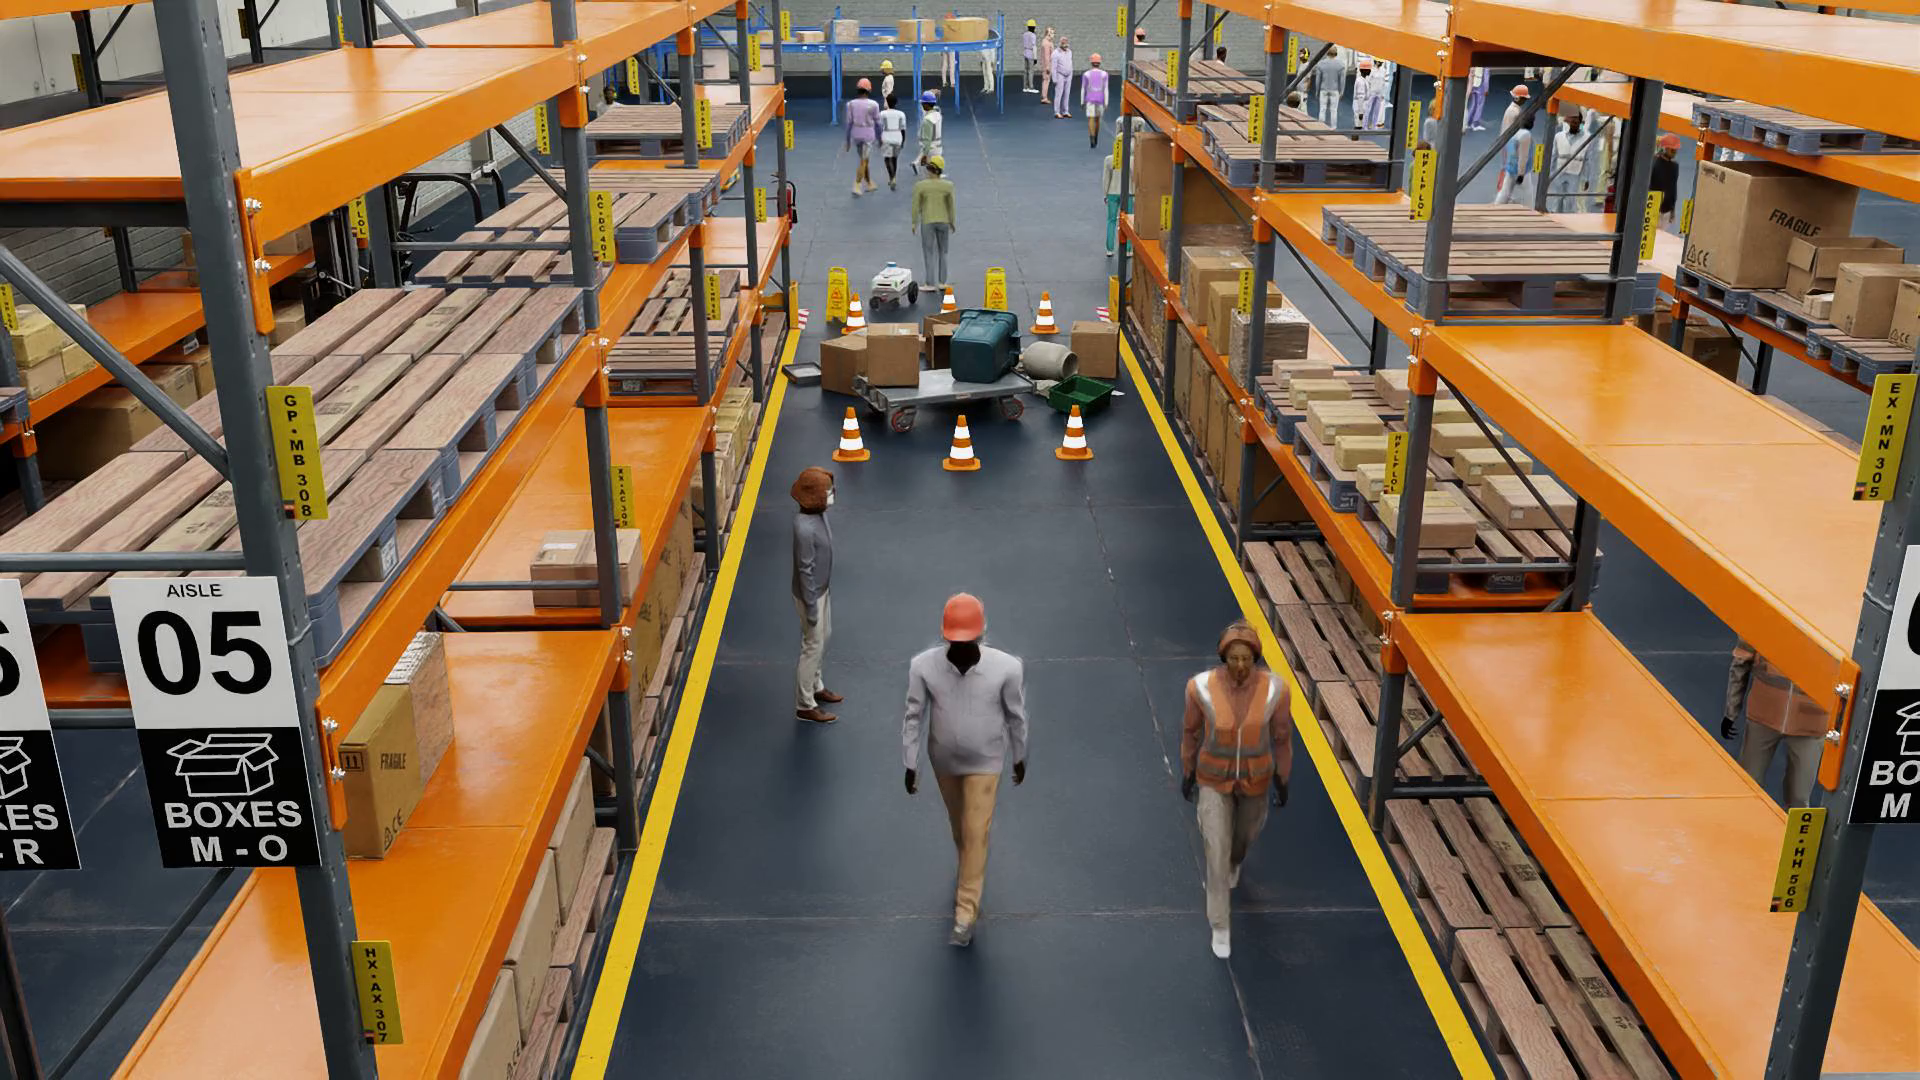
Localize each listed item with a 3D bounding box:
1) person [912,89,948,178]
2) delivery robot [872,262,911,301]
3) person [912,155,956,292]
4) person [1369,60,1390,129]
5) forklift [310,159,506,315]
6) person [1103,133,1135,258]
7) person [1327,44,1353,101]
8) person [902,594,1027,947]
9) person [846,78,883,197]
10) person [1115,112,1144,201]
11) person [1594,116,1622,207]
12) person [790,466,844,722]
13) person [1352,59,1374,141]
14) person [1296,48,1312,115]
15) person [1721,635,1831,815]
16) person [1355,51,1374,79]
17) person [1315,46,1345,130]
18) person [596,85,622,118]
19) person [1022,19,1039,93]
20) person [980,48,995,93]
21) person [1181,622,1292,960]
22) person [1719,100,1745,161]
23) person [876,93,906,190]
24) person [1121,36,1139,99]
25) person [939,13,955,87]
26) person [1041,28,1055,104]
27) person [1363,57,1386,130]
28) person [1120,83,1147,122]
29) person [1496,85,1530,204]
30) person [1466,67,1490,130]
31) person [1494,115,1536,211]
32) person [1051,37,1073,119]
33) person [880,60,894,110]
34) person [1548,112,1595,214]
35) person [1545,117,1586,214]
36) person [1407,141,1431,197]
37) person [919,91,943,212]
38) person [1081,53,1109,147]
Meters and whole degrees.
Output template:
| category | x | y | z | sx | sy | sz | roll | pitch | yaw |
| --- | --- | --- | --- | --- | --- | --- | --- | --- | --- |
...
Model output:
| category | x | y | z | sx | sy | sz | roll | pitch | yaw |
| --- | --- | --- | --- | --- | --- | --- | --- | --- | --- |
| person | -0.555 | -7.531 | 30.835 | 0.573 | 1.624 | 0.521 | -9 | 22 | -21 |
| delivery robot | -0.854 | -3.240 | 20.854 | 0.477 | 0.478 | 0.707 | 5 | 21 | 13 |
| person | -0.335 | -4.114 | 21.644 | 0.570 | 1.748 | 0.405 | -3 | 21 | -9 |
| person | 9.597 | -10.360 | 37.955 | 0.337 | 1.882 | 0.585 | 11 | 23 | 26 |
| forklift | -5.622 | -2.910 | 17.832 | 2.313 | 2.155 | 1.214 | -1 | 21 | -1 |
| person | 2.299 | -4.929 | 23.765 | 0.528 | 1.767 | 0.330 | 9 | 23 | 23 |
| person | 9.956 | -12.524 | 43.630 | 0.669 | 1.917 | 0.525 | 7 | 22 | 18 |
| person | 0.012 | 1.048 | 8.043 | 0.586 | 1.701 | 0.921 | 4 | 21 | 11 |
| person | -1.694 | -7.001 | 28.933 | 0.595 | 1.995 | 1.009 | 11 | 23 | 26 |
| person | 2.887 | -6.669 | 28.411 | 0.491 | 1.735 | 0.326 | 1 | 21 | 4 |
| person | 10.935 | -6.435 | 27.659 | 0.630 | 1.820 | 0.580 | 19 | 28 | 40 |
| person | -0.880 | 0.325 | 10.080 | 0.279 | 1.621 | 0.508 | 2 | 21 | 5 |
| person | 8.033 | -8.612 | 33.259 | 0.356 | 1.937 | 0.552 | 4 | 21 | 10 |
| person | 7.565 | -9.921 | 36.815 | 0.328 | 1.872 | 0.513 | -6 | 22 | -16 |
| person | 4.079 | 0.877 | 8.194 | 0.593 | 1.924 | 0.381 | 13 | 25 | 32 |
| person | 10.427 | -12.221 | 42.876 | 0.355 | 1.884 | 0.575 | -18 | 27 | -39 |
| person | 8.109 | -9.849 | 36.528 | 0.629 | 1.940 | 0.379 | 6 | 22 | 16 |
| person | -6.193 | -7.166 | 29.587 | 0.521 | 1.841 | 0.850 | 1 | 21 | 2 |
| person | 1.925 | -13.231 | 45.484 | 0.364 | 1.927 | 0.587 | -12 | 24 | -29 |
| person | 0.725 | -13.101 | 45.399 | 0.355 | 1.743 | 0.567 | -14 | 25 | -33 |
| person | 1.316 | 1.115 | 8.000 | 0.523 | 1.611 | 0.760 | 1 | 21 | 2 |
| person | 13.609 | -7.036 | 29.185 | 0.581 | 1.876 | 0.344 | 18 | 27 | 40 |
| person | -1.207 | -7.117 | 29.685 | 0.526 | 1.665 | 0.805 | -8 | 22 | -21 |
| person | 3.968 | -10.706 | 38.721 | 0.392 | 1.990 | 0.612 | 12 | 24 | 28 |
| person | -0.306 | -13.827 | 46.966 | 0.611 | 1.995 | 0.375 | 14 | 25 | 32 |
| person | 2.279 | -12.200 | 42.800 | 0.403 | 1.900 | 0.640 | 1 | 21 | 3 |
| person | 9.219 | -9.897 | 36.909 | 0.528 | 1.760 | 0.336 | -9 | 23 | -23 |
| person | 3.472 | -8.514 | 33.211 | 0.565 | 1.799 | 0.677 | -8 | 22 | -19 |
| person | 9.302 | -6.646 | 28.010 | 0.412 | 1.981 | 0.621 | 9 | 23 | 23 |
| person | 11.755 | -10.251 | 37.649 | 0.403 | 1.907 | 0.607 | -6 | 21 | -14 |
| person | 8.781 | -5.763 | 25.941 | 0.984 | 1.781 | 0.637 | -1 | 21 | -4 |
| person | 2.455 | -11.039 | 39.742 | 0.653 | 1.894 | 0.401 | -19 | 28 | -40 |
| person | -1.534 | -9.256 | 35.234 | 0.294 | 1.744 | 0.487 | 0 | 21 | 0 |
| person | 9.173 | -5.492 | 25.054 | 0.615 | 1.919 | 0.403 | 13 | 24 | 31 |
| person | 9.827 | -6.032 | 26.659 | 0.685 | 1.798 | 0.635 | 9 | 23 | 23 |
| person | 6.546 | -4.874 | 23.802 | 0.280 | 1.634 | 0.498 | 14 | 25 | 33 |
| person | -0.486 | -6.366 | 27.308 | 0.389 | 1.949 | 0.602 | 7 | 22 | 17 |
| person | 2.835 | -9.245 | 34.997 | 0.555 | 1.903 | 0.932 | 1 | 21 | 2 |
